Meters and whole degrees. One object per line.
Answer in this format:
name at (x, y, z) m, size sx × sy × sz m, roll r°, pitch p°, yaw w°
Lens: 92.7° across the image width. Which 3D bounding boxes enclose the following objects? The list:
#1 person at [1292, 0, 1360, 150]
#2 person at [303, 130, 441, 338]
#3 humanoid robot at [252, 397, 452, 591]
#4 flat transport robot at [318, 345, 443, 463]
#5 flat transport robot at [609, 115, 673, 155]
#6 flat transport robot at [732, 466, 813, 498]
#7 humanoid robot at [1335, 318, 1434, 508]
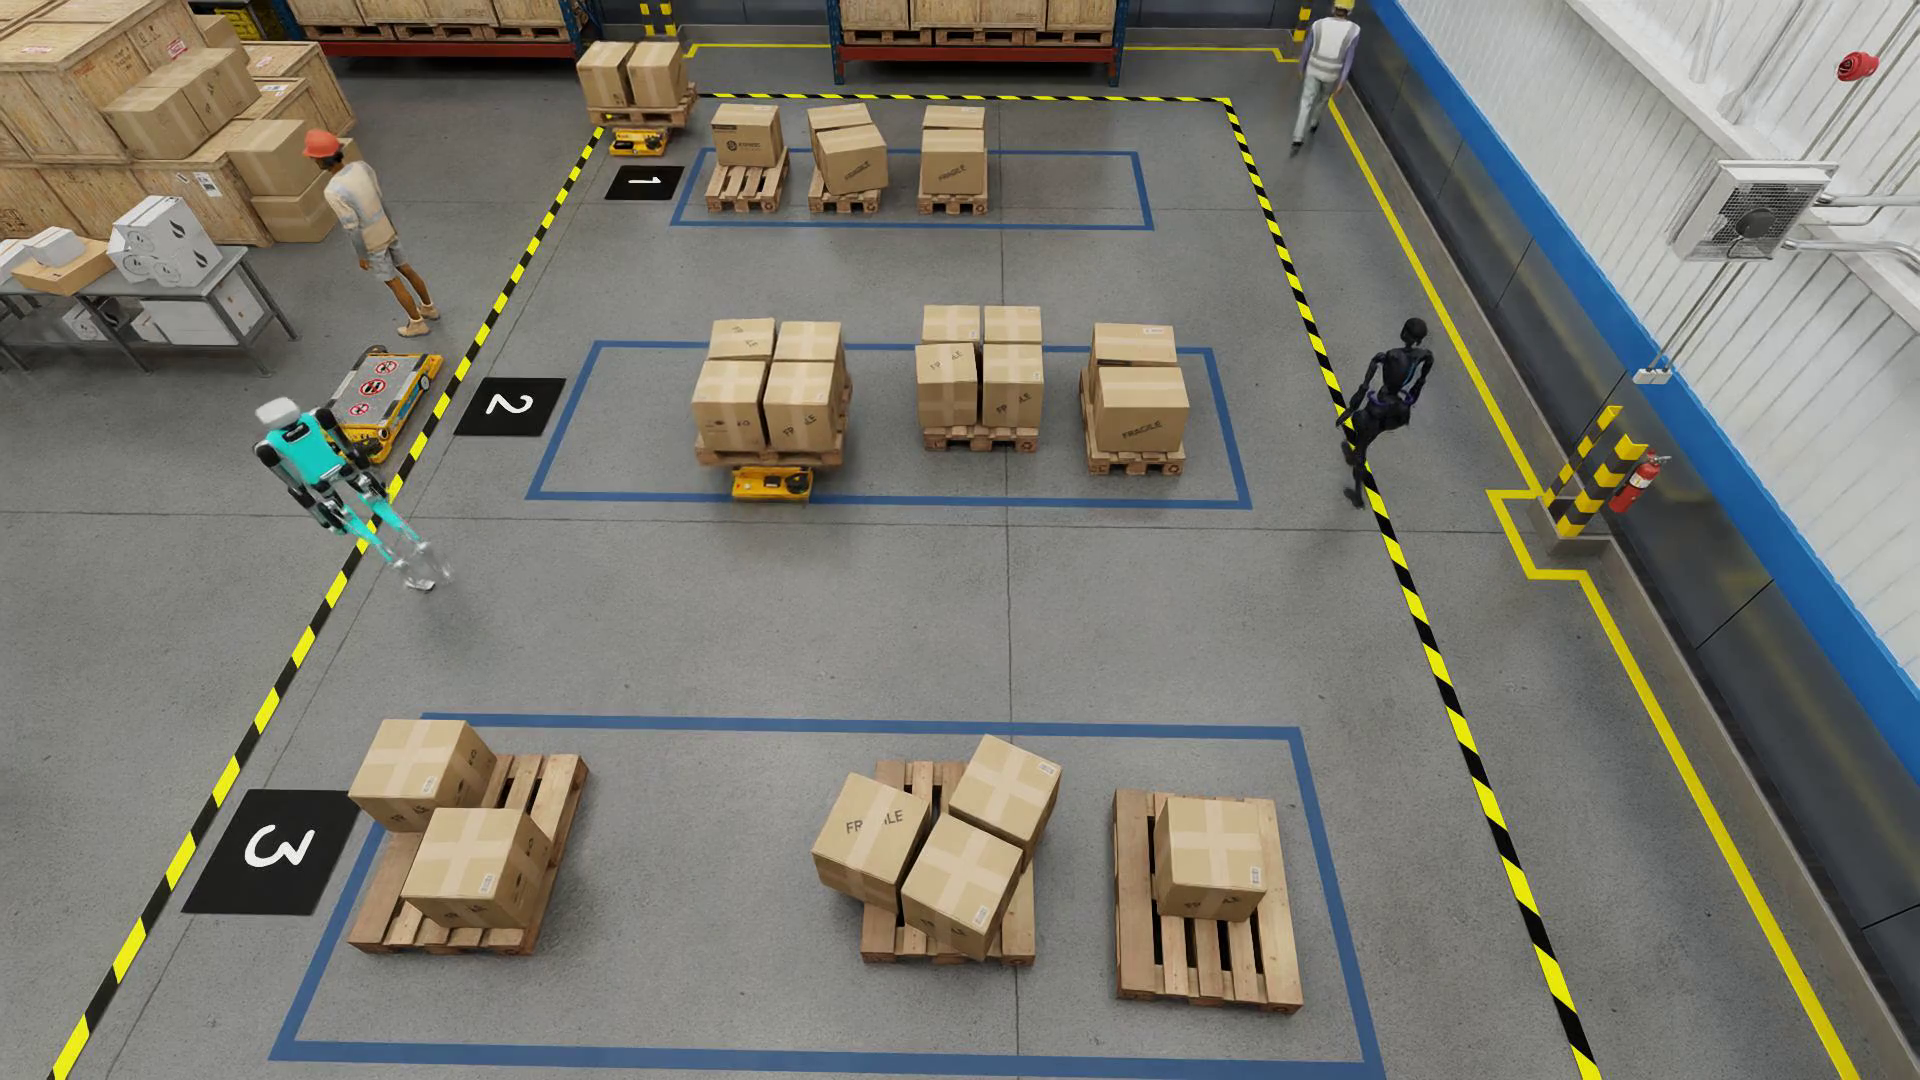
person at (4.465, -5.764, 11.248) m, size 0.602 × 1.786 × 0.950 m, roll 19°, pitch 52°, yaw 16°
person at (-5.513, -2.839, 8.610) m, size 0.377 × 2.042 × 0.606 m, roll 4°, pitch 50°, yaw 3°
humanoid robot at (-4.261, -0.191, 6.586) m, size 0.809 × 1.793 × 0.535 m, roll 26°, pitch 55°, yaw 20°
flat transport robot at (-5.383, -1.269, 8.441) m, size 0.659 × 0.231 × 1.431 m, roll 1°, pitch 50°, yaw 1°
flat transport robot at (-4.083, -5.461, 11.970) m, size 0.652 × 0.197 × 1.431 m, roll 1°, pitch 50°, yaw 1°
flat transport robot at (-1.589, -0.952, 8.155) m, size 0.652 × 0.197 × 1.431 m, roll 1°, pitch 50°, yaw 1°
humanoid robot at (3.378, -1.057, 7.369) m, size 0.610 × 1.625 × 0.751 m, roll -7°, pitch 50°, yaw -6°
